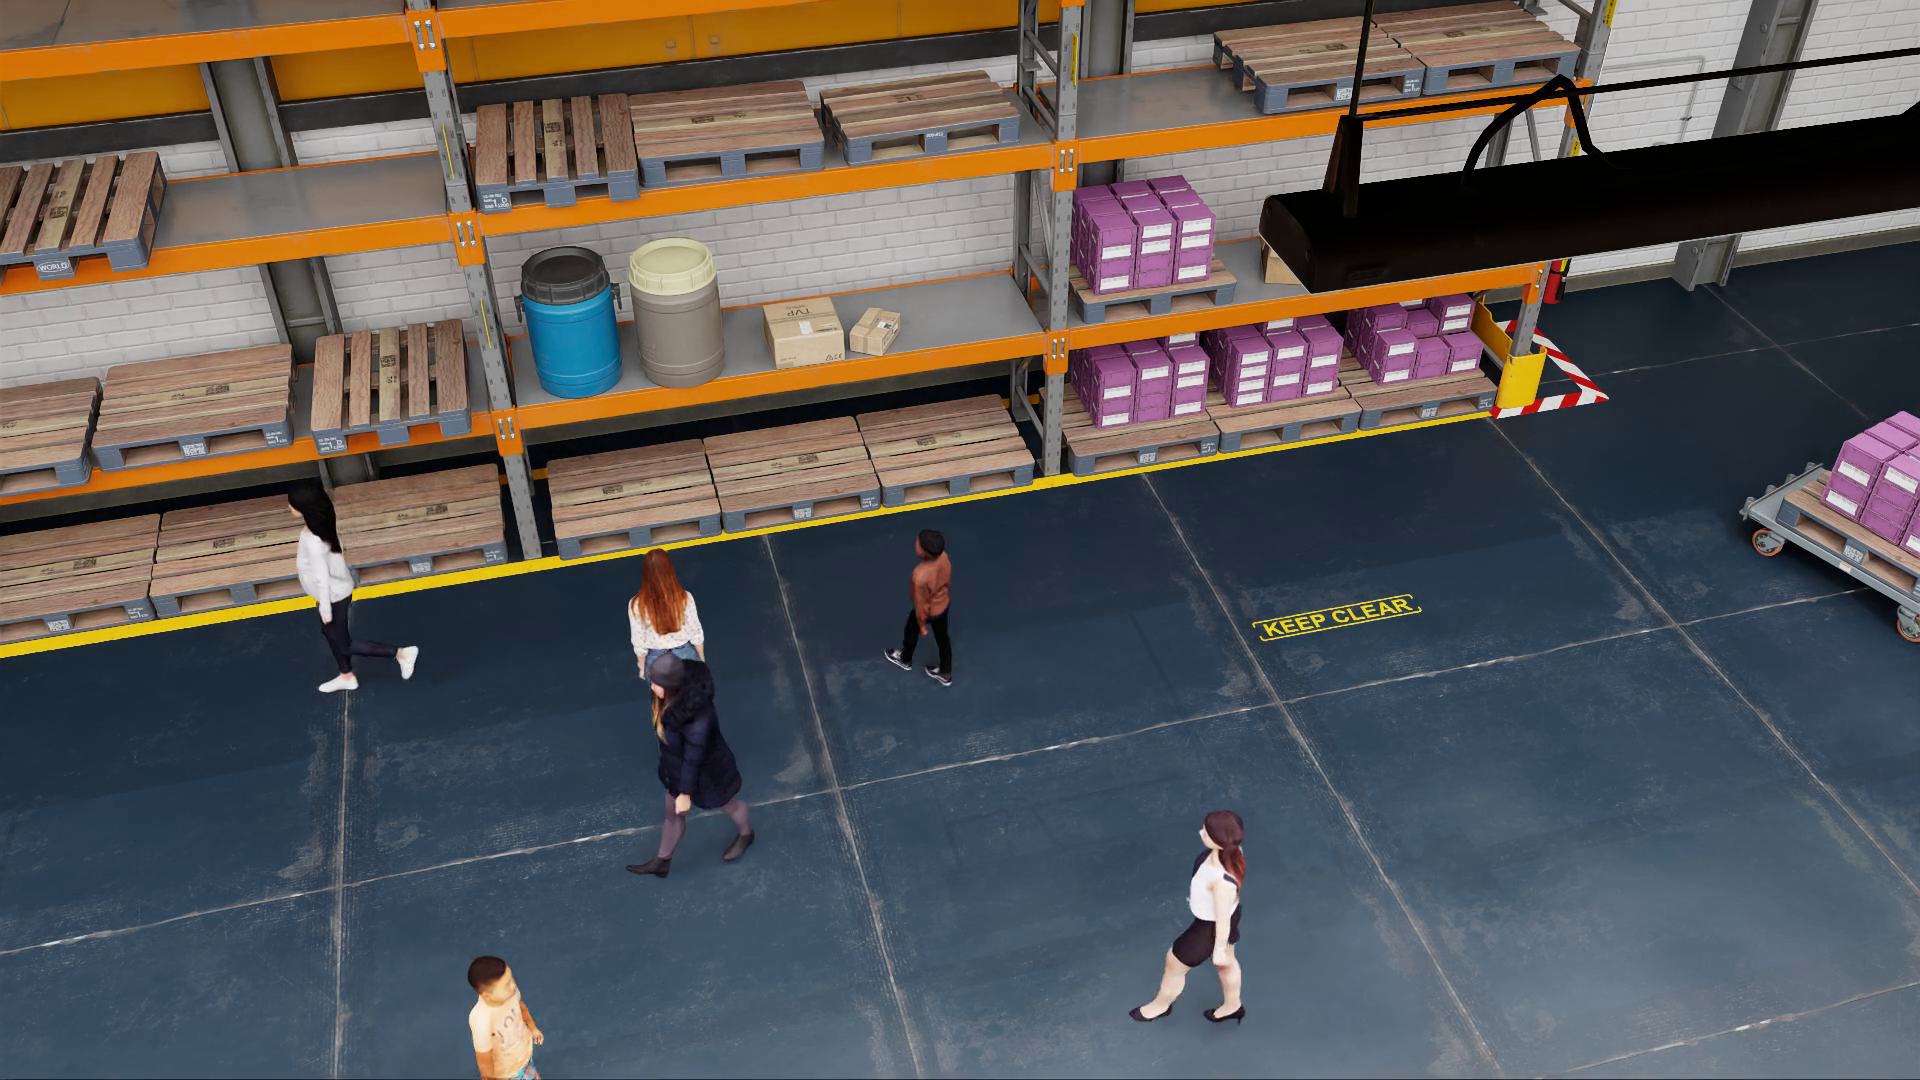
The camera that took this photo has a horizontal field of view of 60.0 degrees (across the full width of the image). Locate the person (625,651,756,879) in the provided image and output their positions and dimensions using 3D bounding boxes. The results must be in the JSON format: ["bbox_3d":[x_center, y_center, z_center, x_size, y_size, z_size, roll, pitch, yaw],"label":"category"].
[{"bbox_3d":[-1.415,1.259,9.522,1.122,1.631,0.906,-27,46,-29],"label":"person"}]

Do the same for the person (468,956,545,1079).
[{"bbox_3d":[-2.259,2.517,8.092,0.618,1.451,0.587,0,39,0],"label":"person"}]

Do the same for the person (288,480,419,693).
[{"bbox_3d":[-3.932,0.334,10.639,0.908,1.684,0.644,-11,40,-14],"label":"person"}]

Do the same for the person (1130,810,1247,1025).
[{"bbox_3d":[1.393,2.003,8.594,0.937,1.627,0.780,6,39,7],"label":"person"}]

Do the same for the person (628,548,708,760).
[{"bbox_3d":[-1.746,0.739,10.096,0.466,1.728,0.651,-6,39,-8],"label":"person"}]

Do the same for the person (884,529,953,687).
[{"bbox_3d":[-0.144,0.460,10.838,0.802,1.239,0.780,29,47,31],"label":"person"}]
